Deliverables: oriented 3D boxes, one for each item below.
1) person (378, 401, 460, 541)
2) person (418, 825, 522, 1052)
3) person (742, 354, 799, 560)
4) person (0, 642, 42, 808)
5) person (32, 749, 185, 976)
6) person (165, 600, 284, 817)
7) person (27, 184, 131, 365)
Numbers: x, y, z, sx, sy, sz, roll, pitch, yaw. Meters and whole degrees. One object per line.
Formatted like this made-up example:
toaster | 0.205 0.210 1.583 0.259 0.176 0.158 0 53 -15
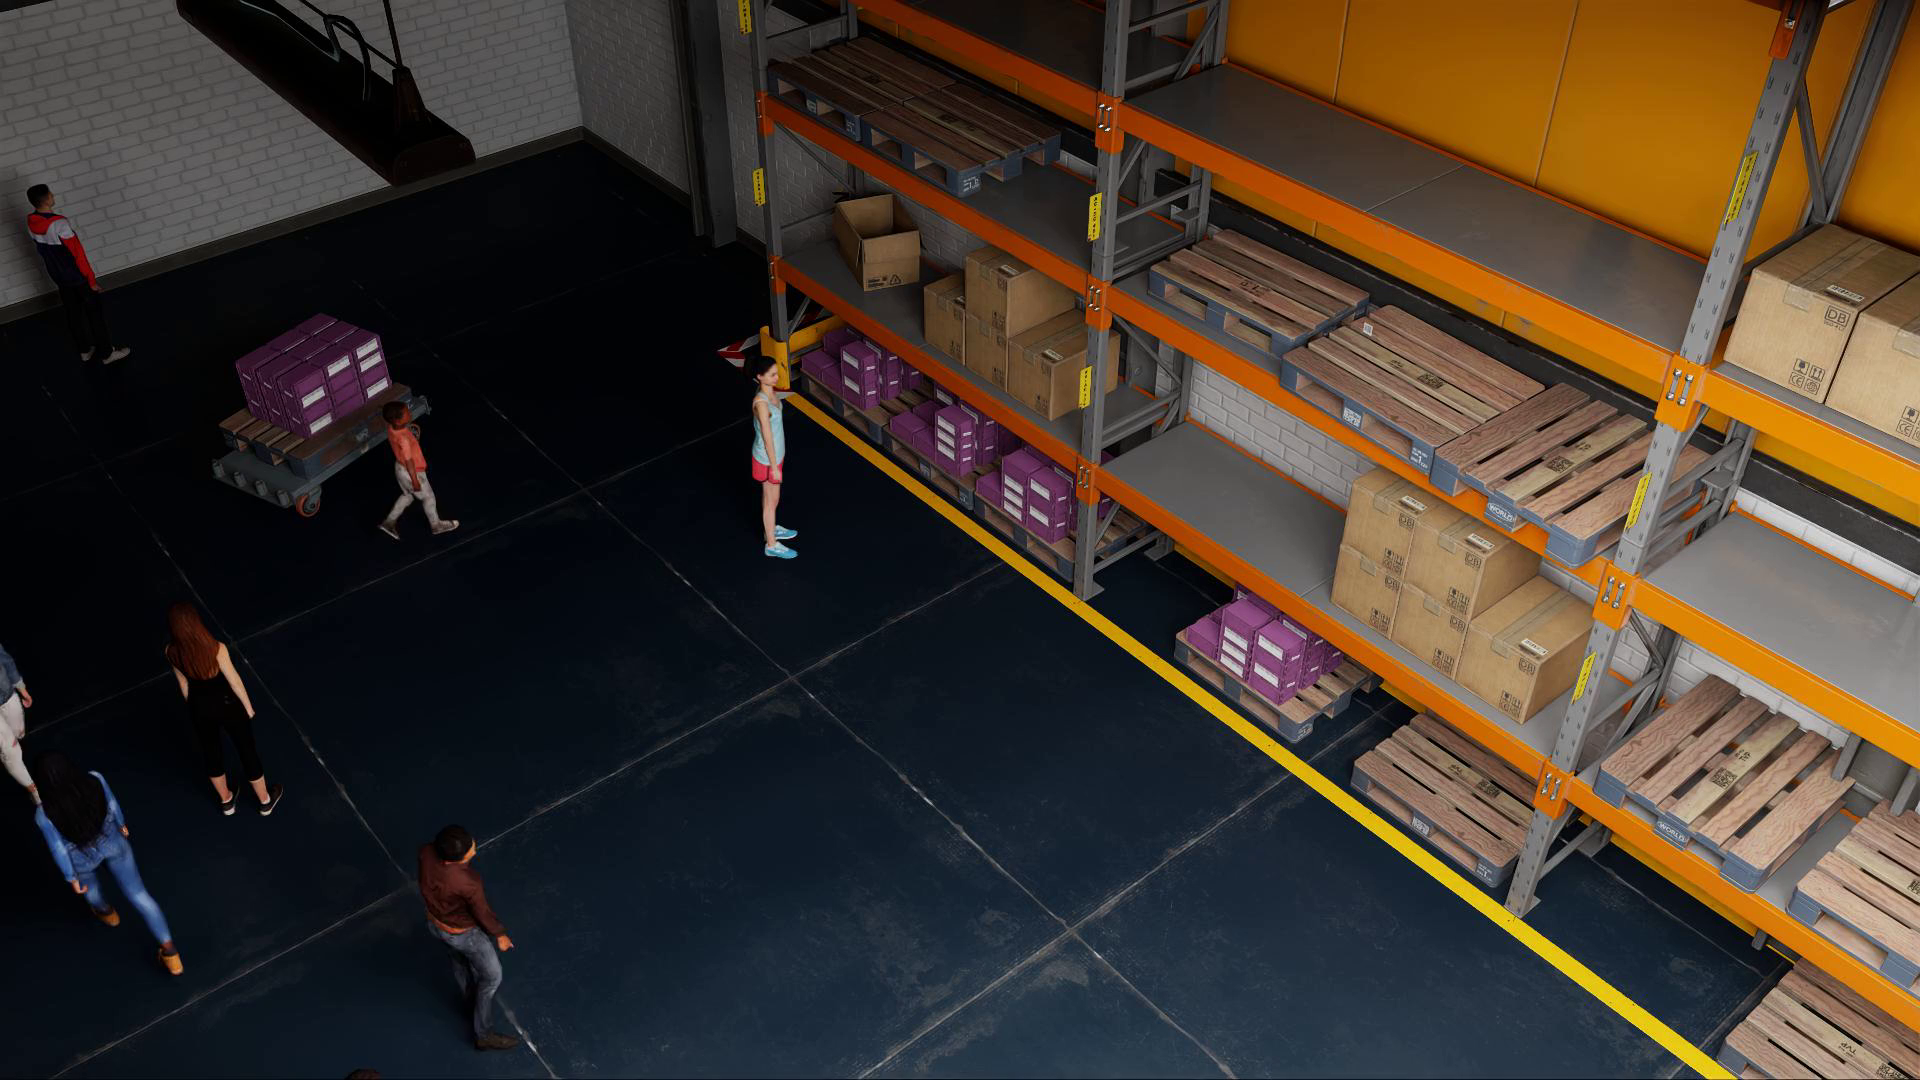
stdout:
person | -4.394 -0.537 13.106 0.603 1.297 0.780 -22 44 -25
person | -2.852 2.169 9.359 0.662 1.745 0.872 10 40 13
person | -1.469 -0.656 12.881 0.749 1.764 0.675 0 39 0
person | -6.352 1.038 10.830 1.119 1.677 0.878 18 42 21
person | -4.987 1.908 9.755 1.245 1.659 0.794 26 45 28
person | -4.801 1.097 10.720 0.645 1.722 0.692 0 39 0
person | -8.072 -2.409 15.082 0.667 1.757 0.781 12 40 15
